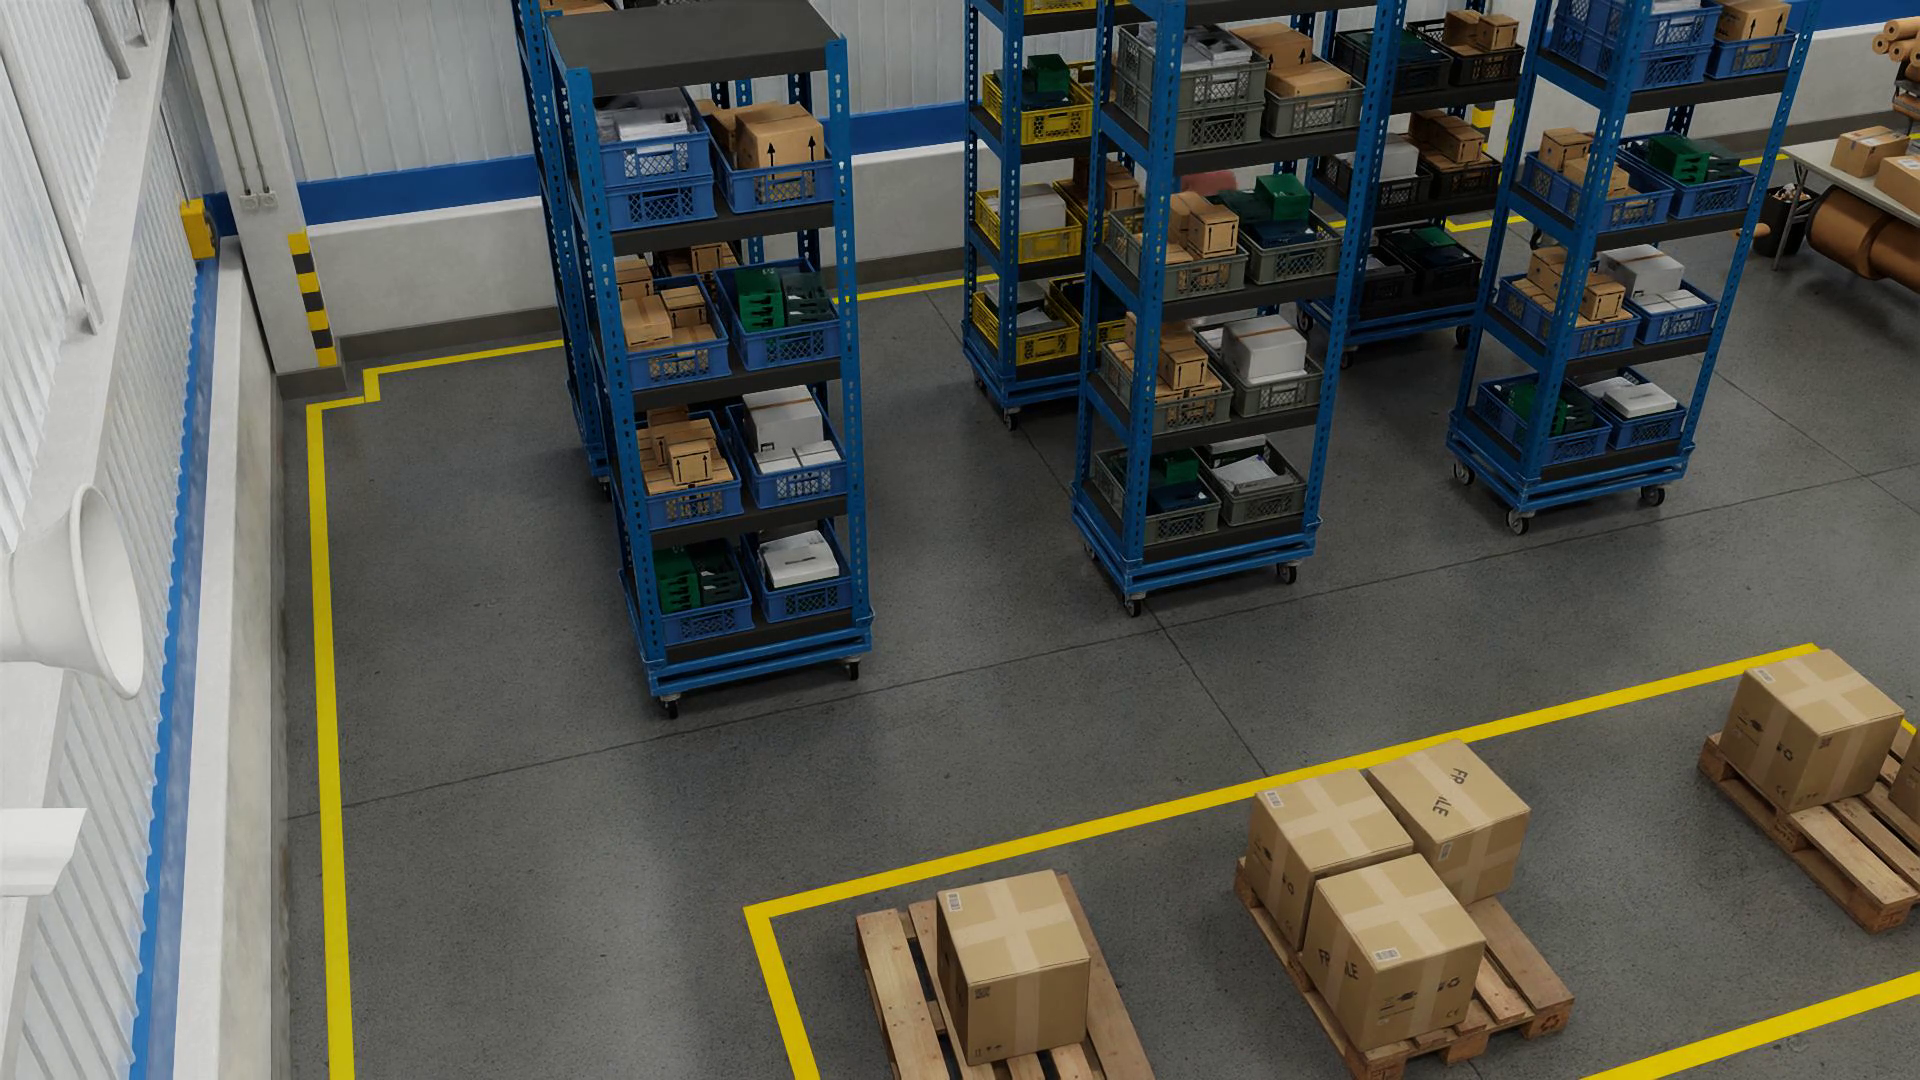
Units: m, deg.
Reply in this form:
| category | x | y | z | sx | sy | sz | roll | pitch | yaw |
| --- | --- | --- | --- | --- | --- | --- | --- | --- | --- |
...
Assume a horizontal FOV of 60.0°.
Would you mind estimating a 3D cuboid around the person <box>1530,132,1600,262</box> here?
| category | x | y | z | sx | sy | sz | roll | pitch | yaw |
| --- | --- | --- | --- | --- | --- | --- | --- | --- | --- |
| person | 4.333 | -2.134 | 11.886 | 0.518 | 1.632 | 0.314 | 24 | 42 | 30 |

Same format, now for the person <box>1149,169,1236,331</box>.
| category | x | y | z | sx | sy | sz | roll | pitch | yaw |
| --- | --- | --- | --- | --- | --- | --- | --- | --- | --- |
| person | 1.573 | -1.967 | 11.367 | 0.671 | 1.958 | 0.668 | 5 | 35 | 6 |
